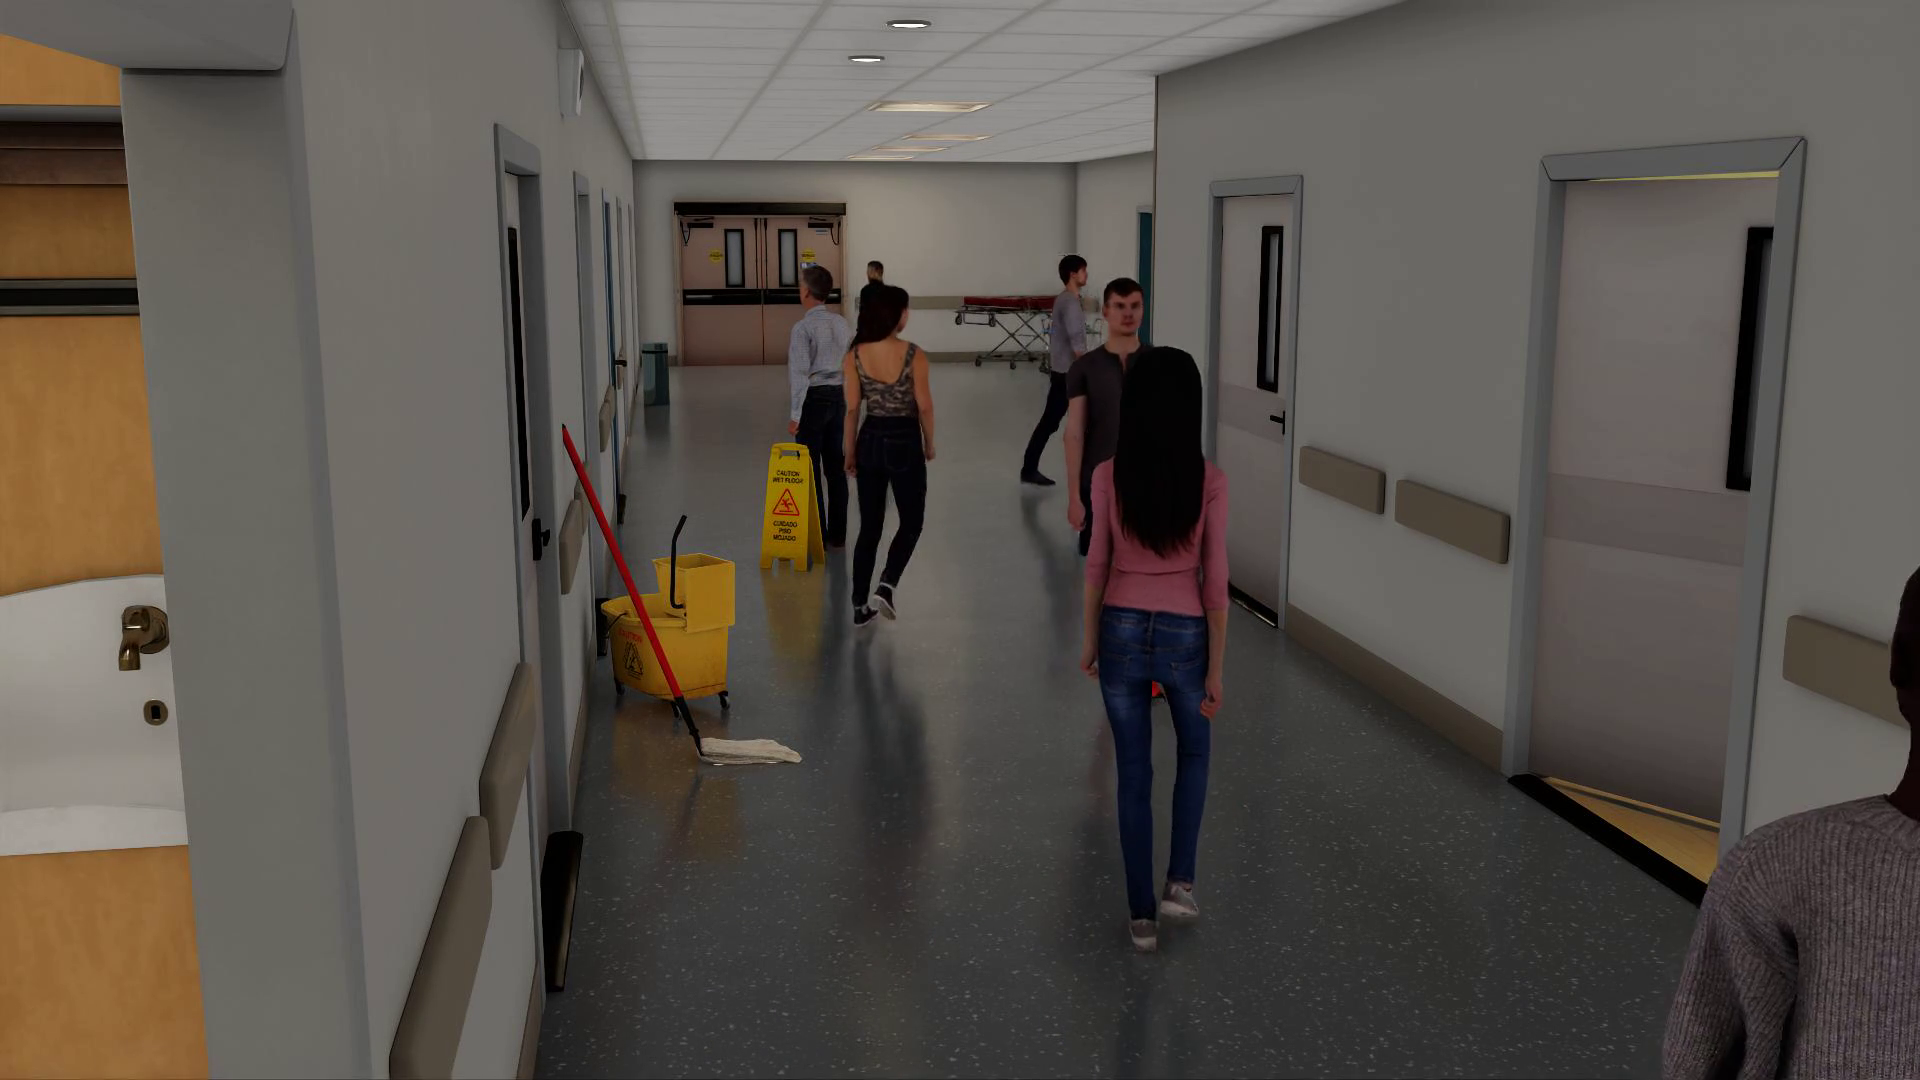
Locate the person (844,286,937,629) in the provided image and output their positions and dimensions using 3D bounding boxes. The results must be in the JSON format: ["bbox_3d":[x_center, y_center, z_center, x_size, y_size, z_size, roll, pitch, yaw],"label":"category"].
[{"bbox_3d":[-0.366,-0.391,8.439,0.798,1.751,0.898,2,11,12],"label":"person"}]

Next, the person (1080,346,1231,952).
[{"bbox_3d":[0.538,0.329,4.690,0.659,1.734,0.686,1,11,8],"label":"person"}]

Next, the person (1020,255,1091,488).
[{"bbox_3d":[0.750,-1.288,13.024,0.912,1.803,1.147,1,11,4],"label":"person"}]

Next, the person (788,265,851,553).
[{"bbox_3d":[-0.904,-0.846,10.650,0.785,1.820,0.735,8,13,37],"label":"person"}]

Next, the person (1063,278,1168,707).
[{"bbox_3d":[0.692,-0.213,7.322,0.783,1.819,1.085,-1,11,-3],"label":"person"}]
